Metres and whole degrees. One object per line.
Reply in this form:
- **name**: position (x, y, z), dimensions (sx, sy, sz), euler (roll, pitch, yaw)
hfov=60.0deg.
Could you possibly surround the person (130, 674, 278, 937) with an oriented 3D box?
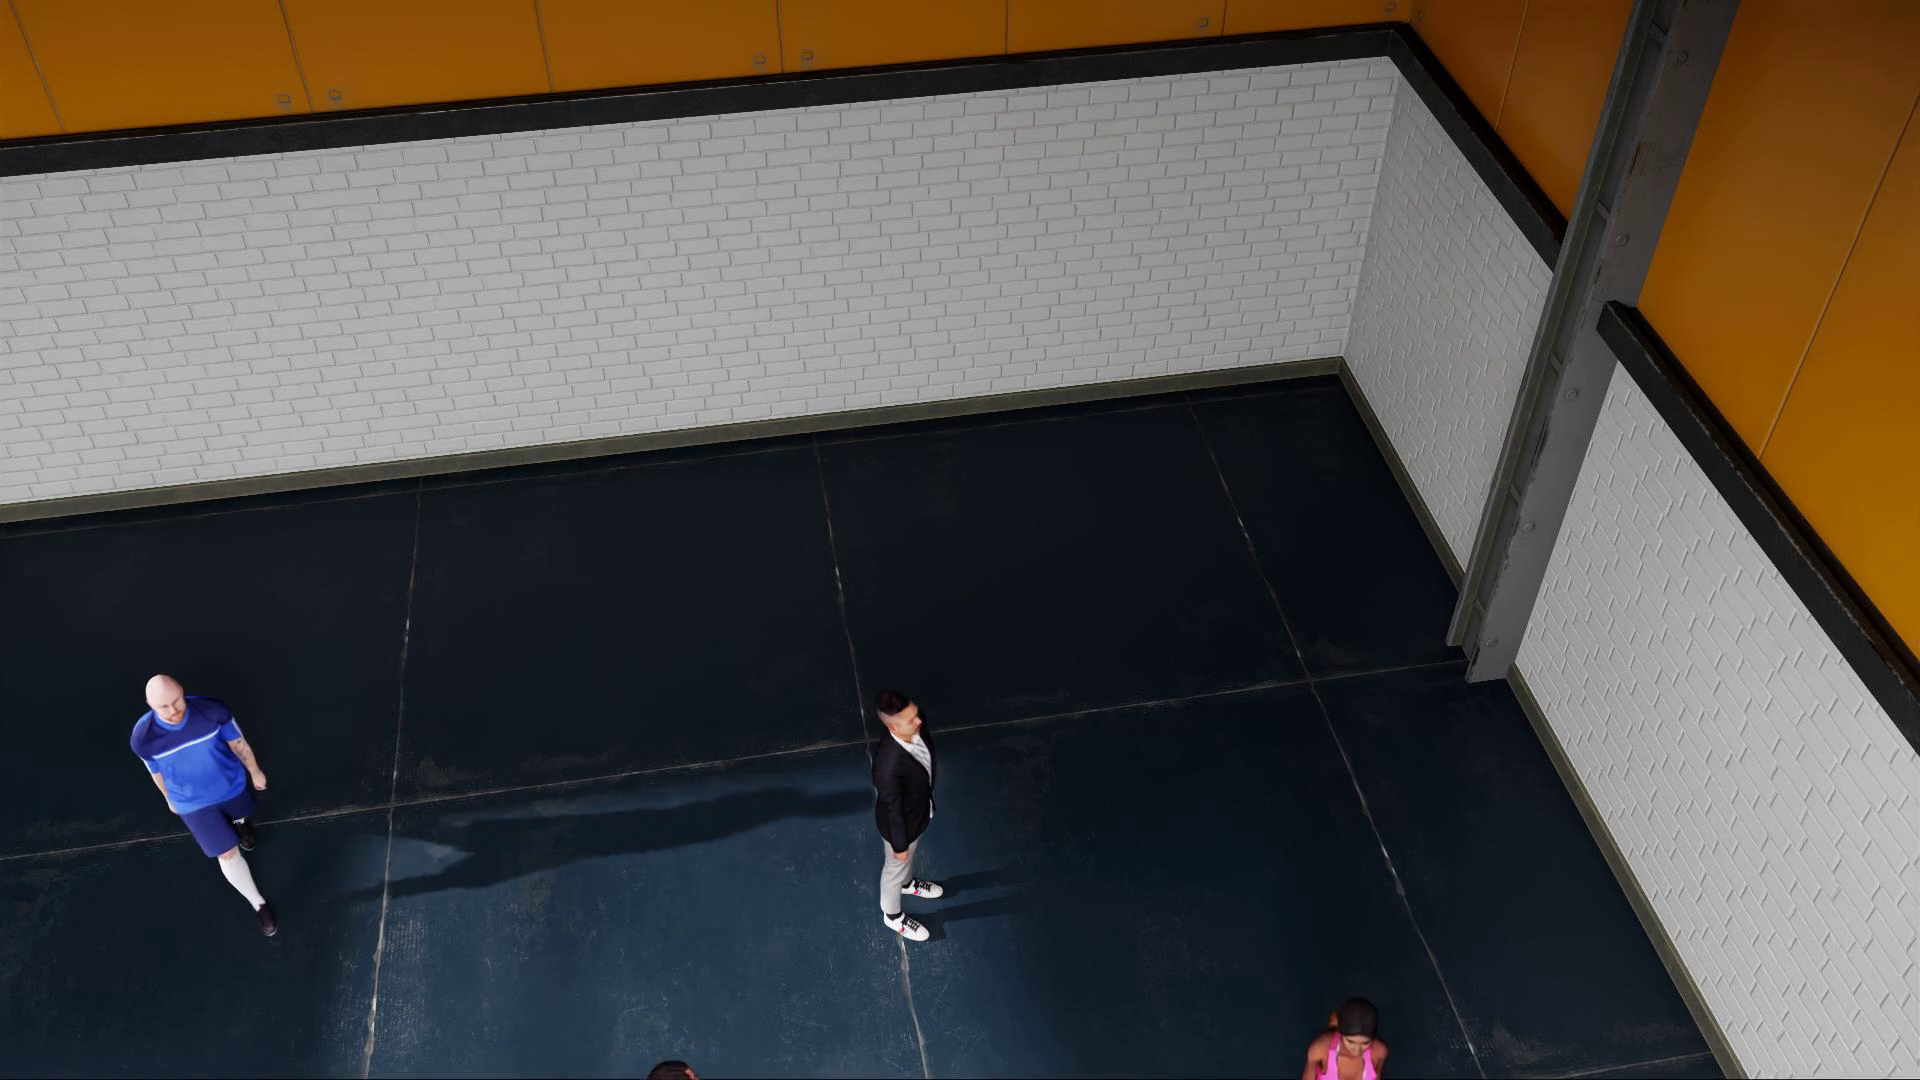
- **person**: position (-4.261, 1.357, 9.420), dimensions (1.050, 1.801, 1.299), euler (-27, 50, -26)

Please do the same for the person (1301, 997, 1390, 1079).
- **person**: position (1.800, 2.677, 8.098), dimensions (0.652, 1.713, 0.727), euler (4, 44, 4)

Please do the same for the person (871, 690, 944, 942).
- **person**: position (-0.315, 1.469, 9.194), dimensions (0.852, 1.950, 0.708), euler (11, 45, 12)
